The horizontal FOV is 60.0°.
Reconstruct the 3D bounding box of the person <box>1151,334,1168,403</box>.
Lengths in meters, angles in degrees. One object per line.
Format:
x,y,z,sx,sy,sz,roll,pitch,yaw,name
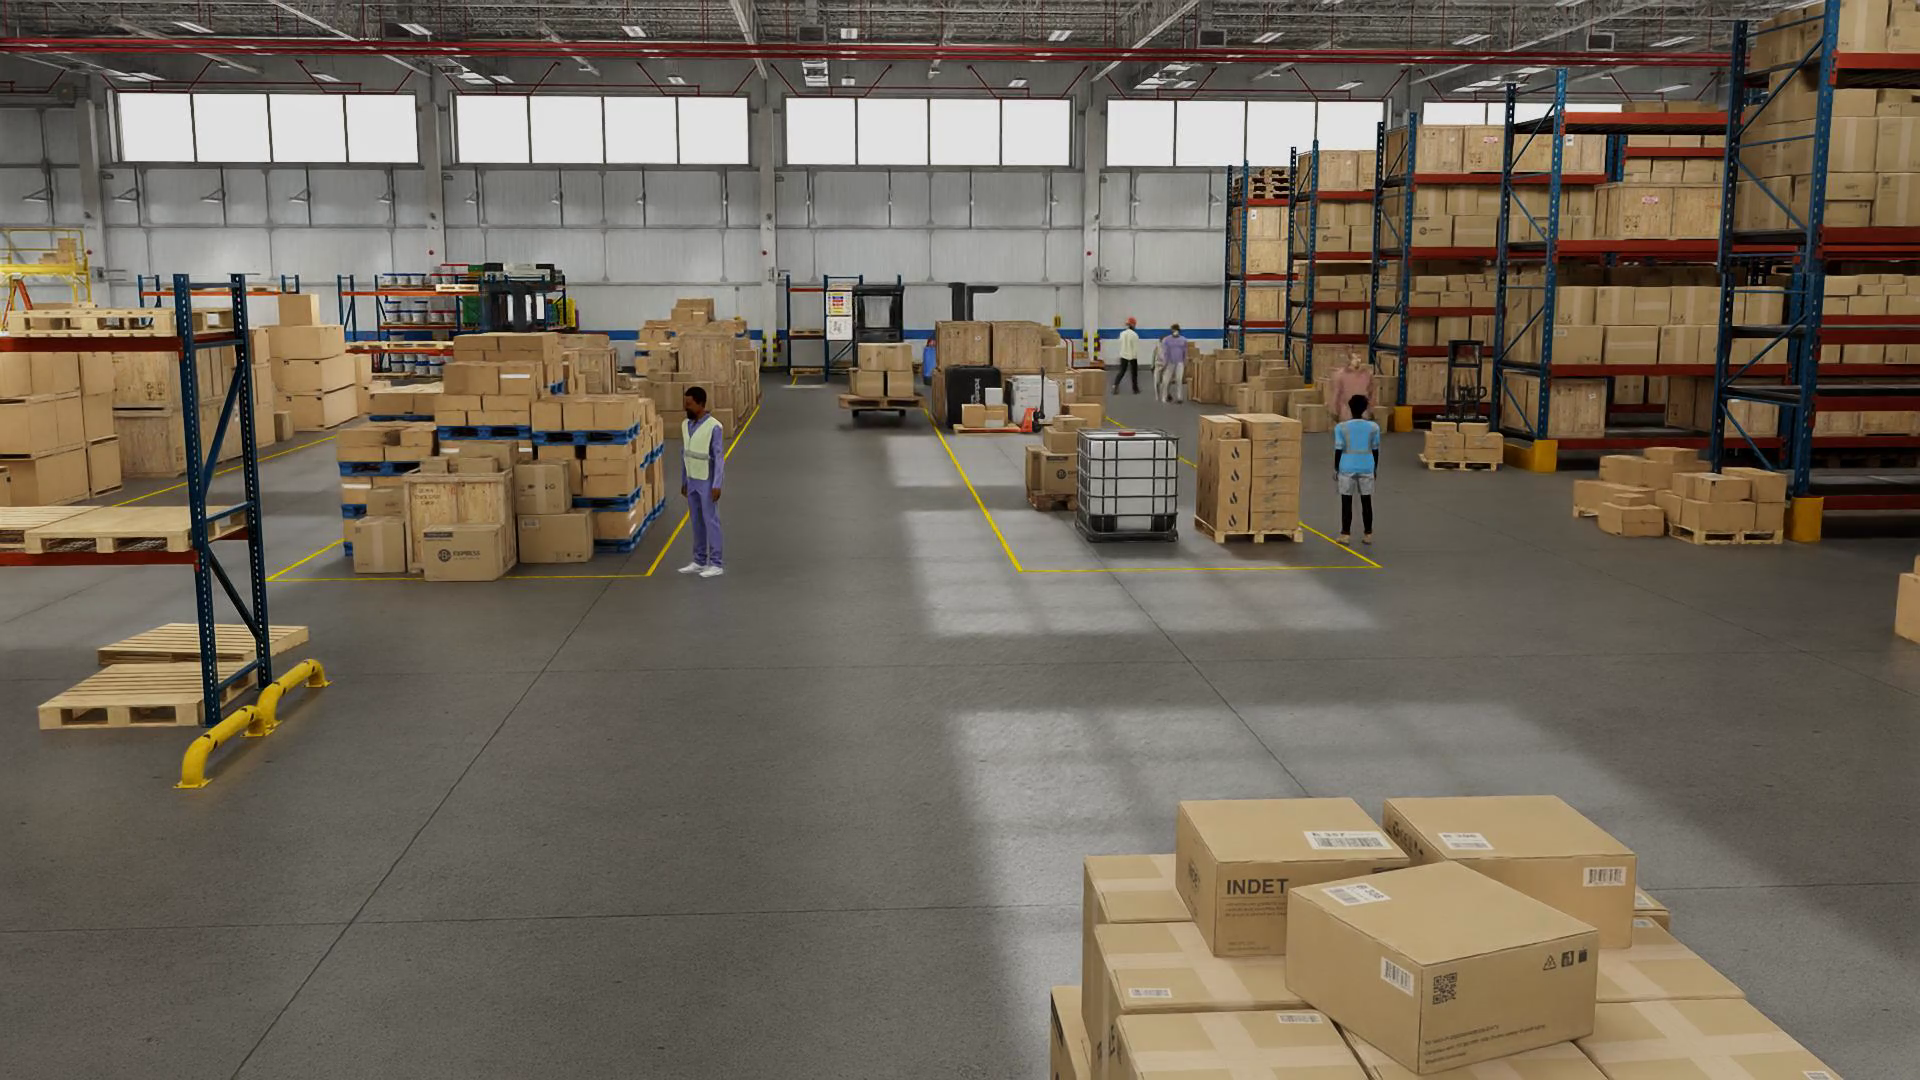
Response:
4.798,-4.057,39.393,0.547,1.624,0.347,1,9,8,person

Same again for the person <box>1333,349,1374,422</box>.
6.113,-2.039,25.919,0.672,1.890,0.547,-1,9,-9,person

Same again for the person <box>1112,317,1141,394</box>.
4.240,-4.664,42.200,0.625,1.972,0.865,9,13,43,person

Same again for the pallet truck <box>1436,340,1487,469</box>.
8.004,-2.170,26.422,0.823,1.965,1.885,2,9,14,pallet truck

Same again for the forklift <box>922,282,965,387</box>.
-0.069,-5.568,44.995,1.873,2.768,1.129,-1,9,-4,forklift

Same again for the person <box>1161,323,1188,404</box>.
5.056,-4.172,39.328,0.640,1.914,0.883,0,9,-3,person

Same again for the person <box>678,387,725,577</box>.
-2.589,-0.591,16.759,0.594,1.915,0.373,9,13,44,person

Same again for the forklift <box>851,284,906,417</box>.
-1.783,-4.109,35.831,1.129,2.768,1.873,-1,9,-5,forklift

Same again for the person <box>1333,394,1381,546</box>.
4.433,-0.779,18.622,0.538,1.695,0.320,-1,9,-3,person

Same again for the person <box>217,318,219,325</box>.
-19.351,-4.901,43.796,0.561,1.921,0.502,-1,9,-8,person

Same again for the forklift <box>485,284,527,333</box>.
-10.012,-4.269,36.839,1.129,2.768,1.873,5,10,30,forklift
